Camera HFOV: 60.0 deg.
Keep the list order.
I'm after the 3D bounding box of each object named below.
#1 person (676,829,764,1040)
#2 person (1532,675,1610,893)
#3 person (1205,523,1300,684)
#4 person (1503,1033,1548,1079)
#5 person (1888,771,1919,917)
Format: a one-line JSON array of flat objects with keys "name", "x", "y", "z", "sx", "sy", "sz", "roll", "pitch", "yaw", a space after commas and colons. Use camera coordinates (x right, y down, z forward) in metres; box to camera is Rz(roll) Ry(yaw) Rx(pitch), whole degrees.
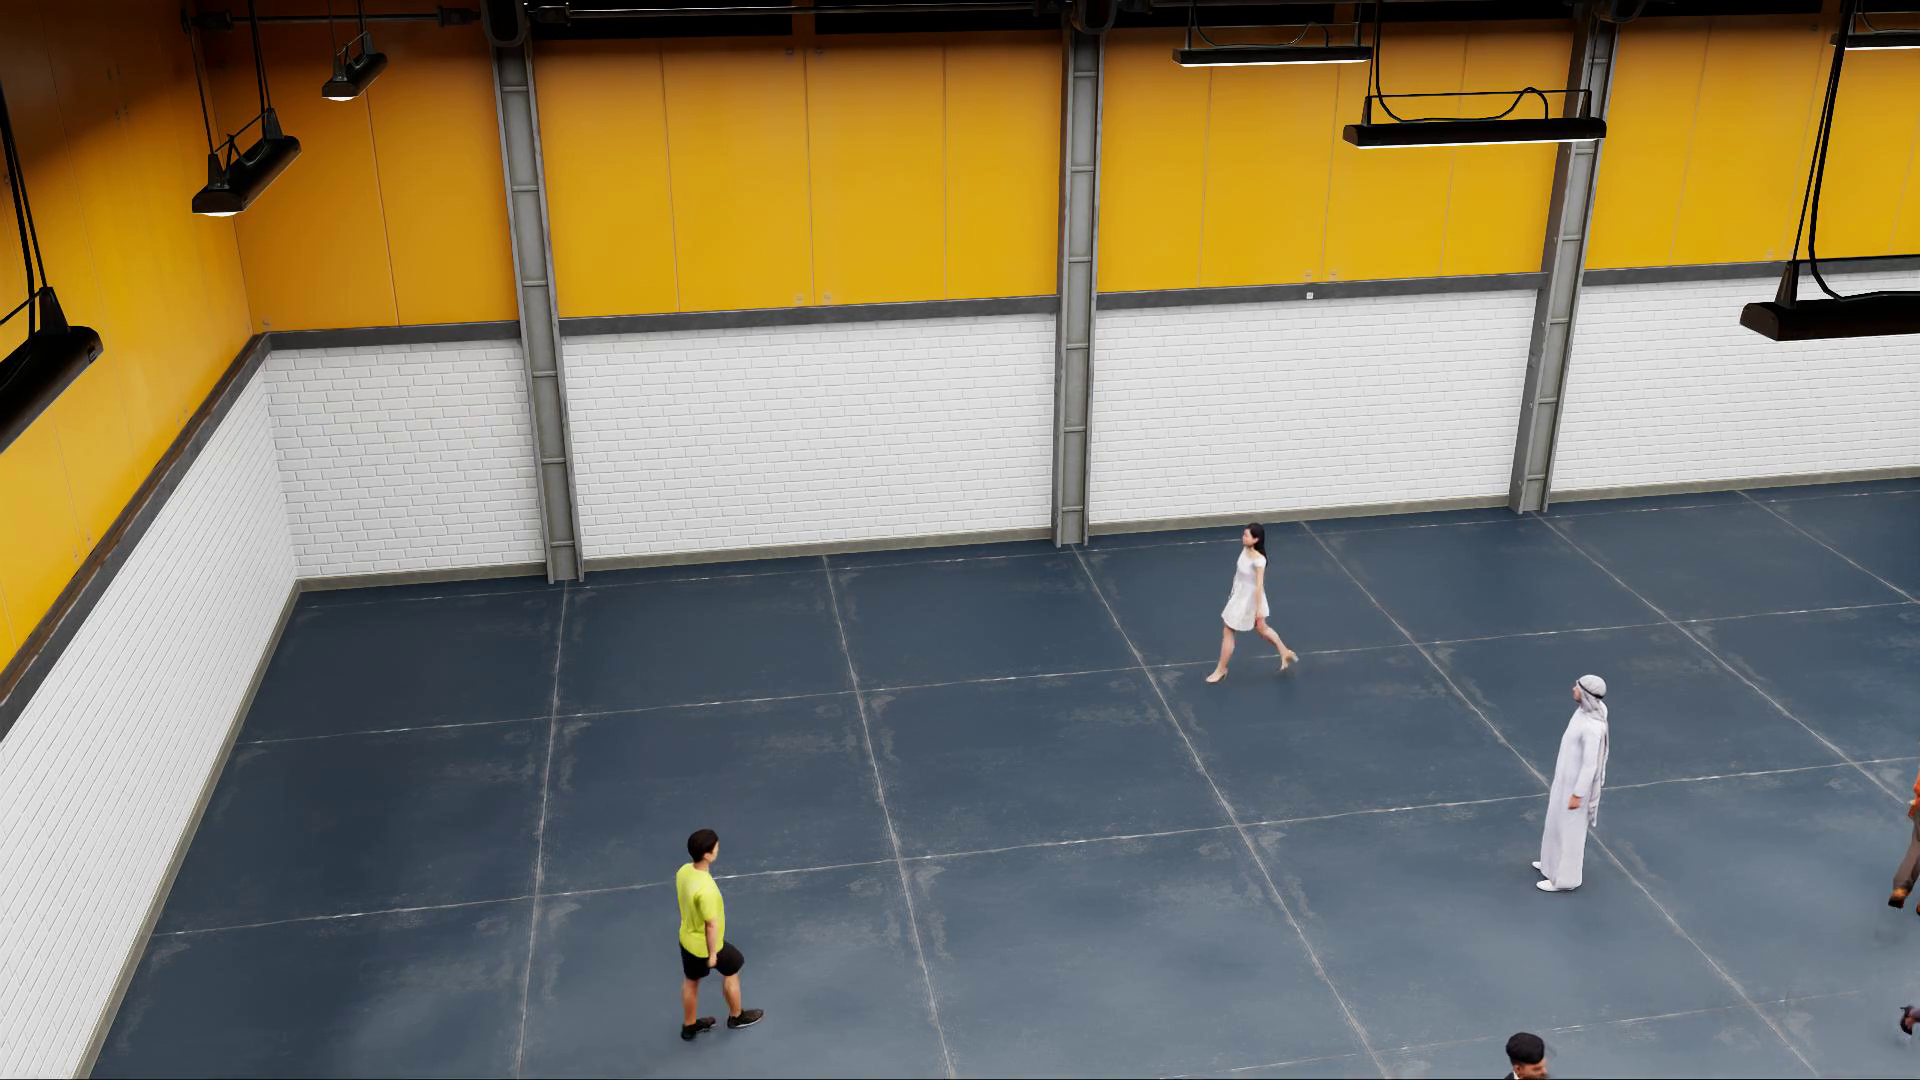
[{"name": "person", "x": -1.885, "y": 2.824, "z": 11.734, "sx": 0.931, "sy": 1.691, "sz": 0.833, "roll": -19, "pitch": 30, "yaw": -37}, {"name": "person", "x": 4.975, "y": 1.949, "z": 13.441, "sx": 0.764, "sy": 1.927, "sz": 0.776, "roll": 5, "pitch": 24, "yaw": 10}, {"name": "person", "x": 2.977, "y": 0.646, "z": 16.671, "sx": 1.199, "sy": 1.727, "sz": 0.650, "roll": -2, "pitch": 24, "yaw": -5}, {"name": "person", "x": 3.165, "y": 3.633, "z": 9.643, "sx": 0.705, "sy": 1.883, "sz": 0.833, "roll": -20, "pitch": 31, "yaw": -38}, {"name": "person", "x": 7.677, "y": 2.159, "z": 12.996, "sx": 1.067, "sy": 1.898, "sz": 0.954, "roll": -20, "pitch": 30, "yaw": -37}]
